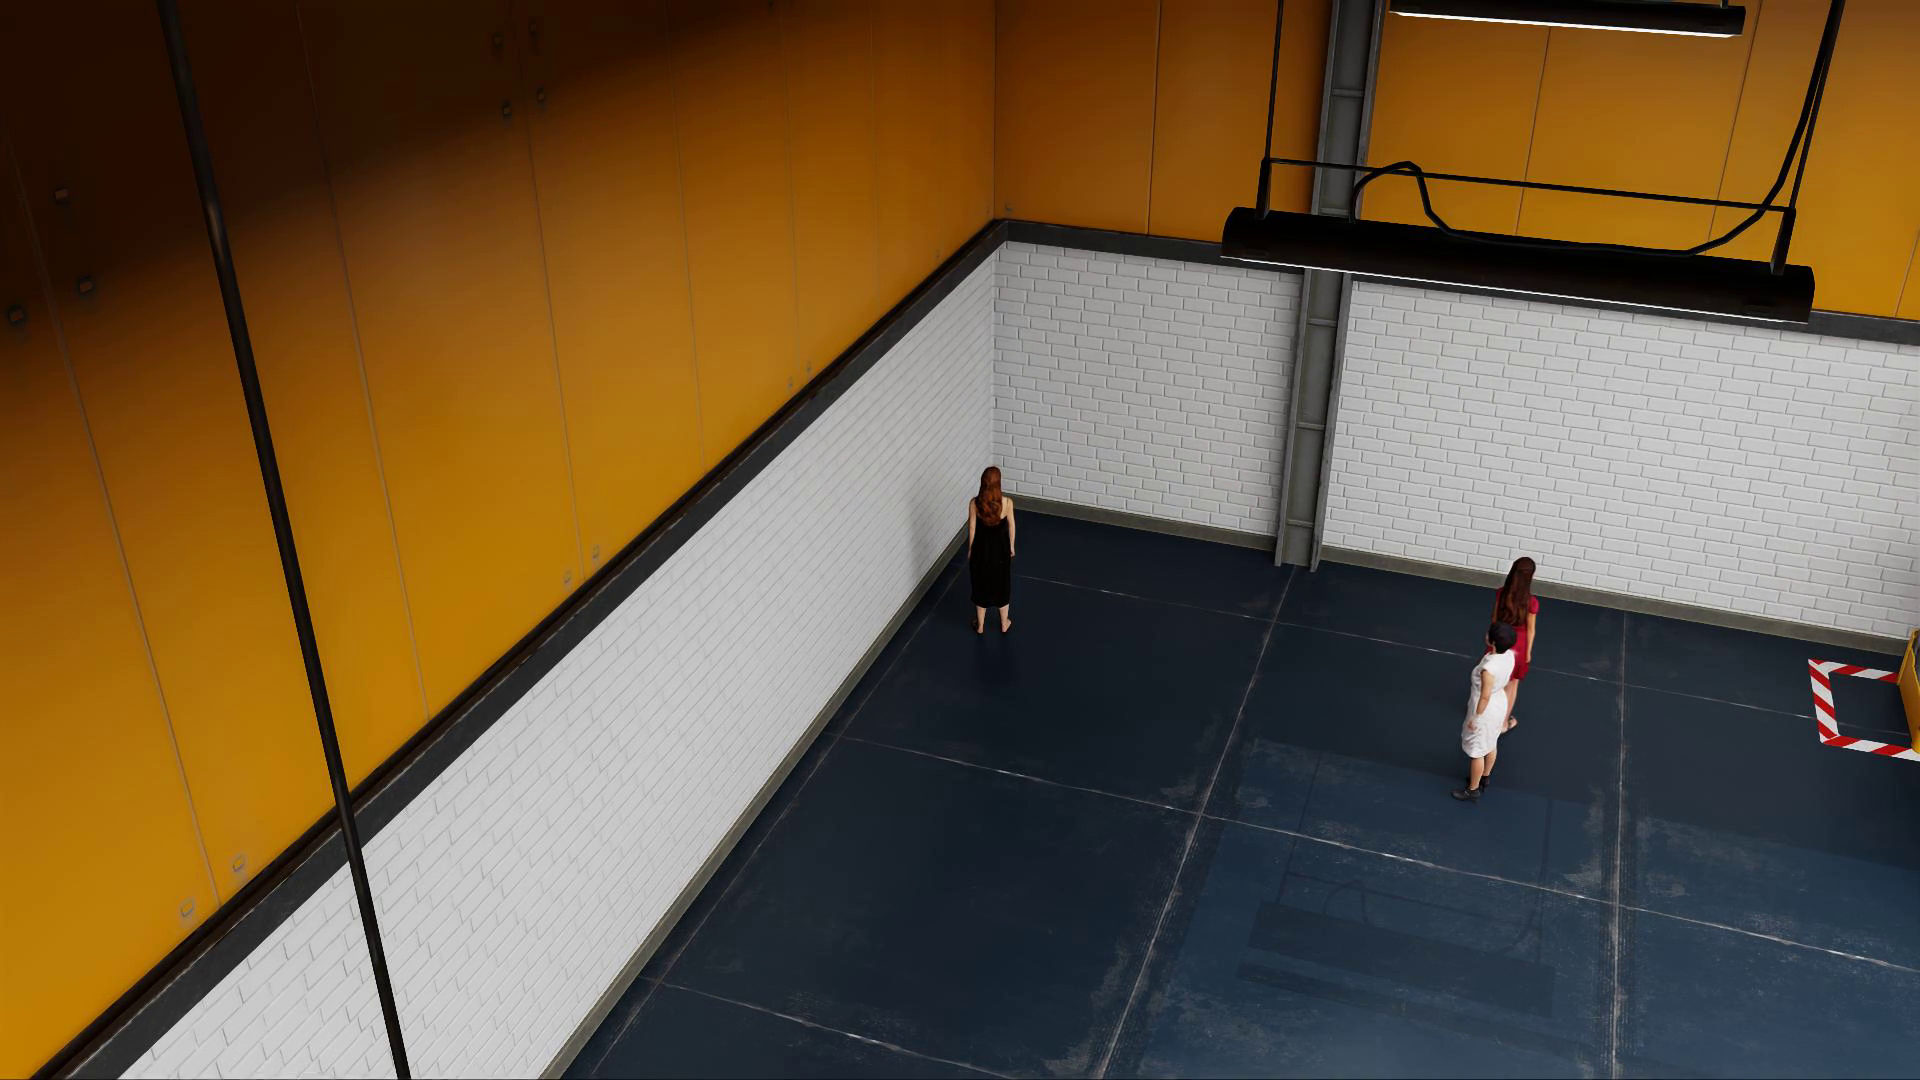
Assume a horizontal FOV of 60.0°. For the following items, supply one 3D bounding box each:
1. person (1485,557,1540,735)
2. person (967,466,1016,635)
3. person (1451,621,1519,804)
[{"bbox_3d":[4.409,0.837,13.349,0.646,1.552,0.704,25,37,38],"label":"person"},{"bbox_3d":[0.267,0.087,14.647,0.628,1.625,0.727,-2,29,-3],"label":"person"},{"bbox_3d":[3.973,1.285,12.523,0.626,1.556,0.625,23,36,35],"label":"person"}]
